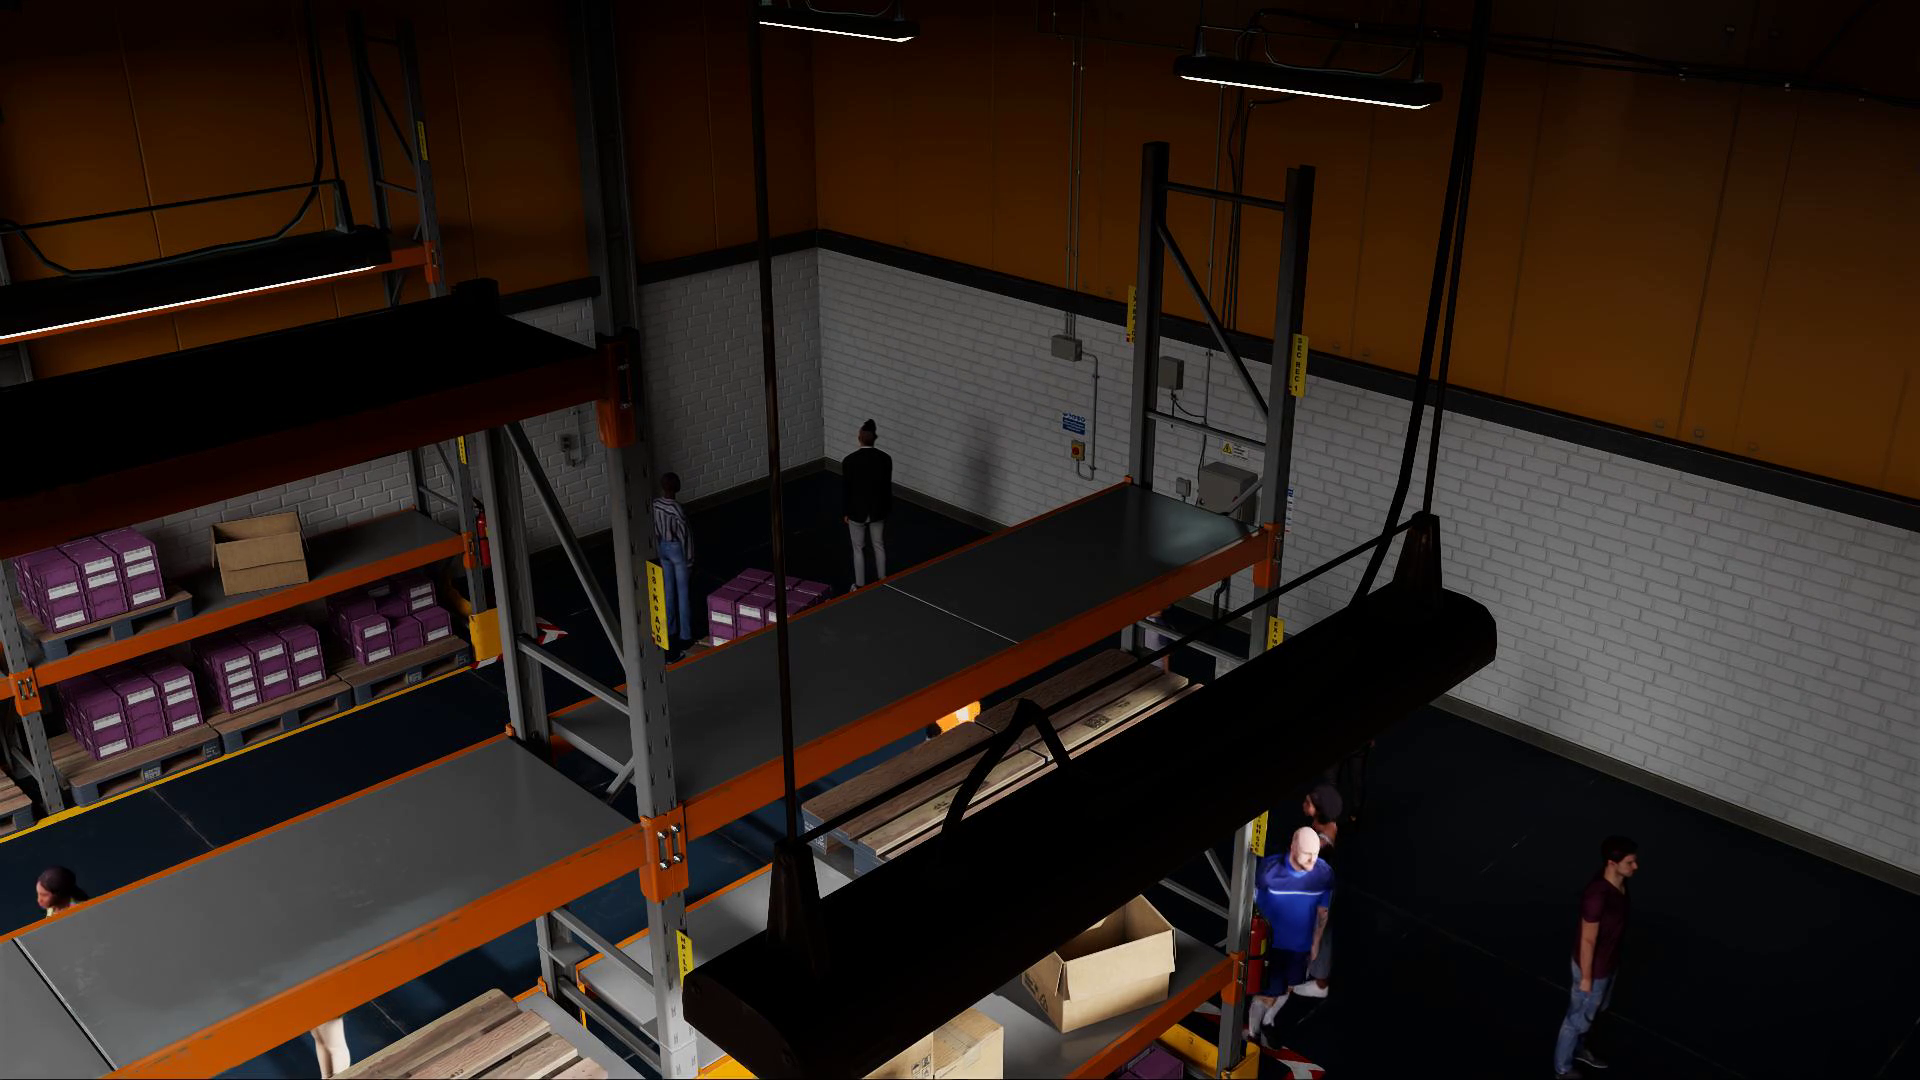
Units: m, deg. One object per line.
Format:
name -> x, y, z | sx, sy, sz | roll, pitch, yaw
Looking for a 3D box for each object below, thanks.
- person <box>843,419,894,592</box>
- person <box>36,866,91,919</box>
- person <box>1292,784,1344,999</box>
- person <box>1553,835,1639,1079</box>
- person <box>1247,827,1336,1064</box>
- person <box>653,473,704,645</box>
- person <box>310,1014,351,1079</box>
person -> -0.953, -0.333, 17.273 | 0.699, 1.951, 0.837 | -8, 25, -17
person -> -5.374, 2.765, 10.424 | 0.806, 1.761, 1.087 | 11, 26, 23
person -> 2.503, 2.414, 11.323 | 0.827, 1.683, 0.772 | 6, 24, 14
person -> 4.047, 2.647, 10.577 | 0.736, 1.854, 0.529 | 17, 29, 34
person -> 2.084, 2.565, 10.823 | 0.820, 1.807, 0.888 | 0, 24, 0
person -> -2.788, 0.181, 16.291 | 0.646, 1.796, 0.564 | 17, 29, 34
person -> -4.010, 2.816, 10.437 | 0.609, 1.655, 0.549 | 22, 32, 40
